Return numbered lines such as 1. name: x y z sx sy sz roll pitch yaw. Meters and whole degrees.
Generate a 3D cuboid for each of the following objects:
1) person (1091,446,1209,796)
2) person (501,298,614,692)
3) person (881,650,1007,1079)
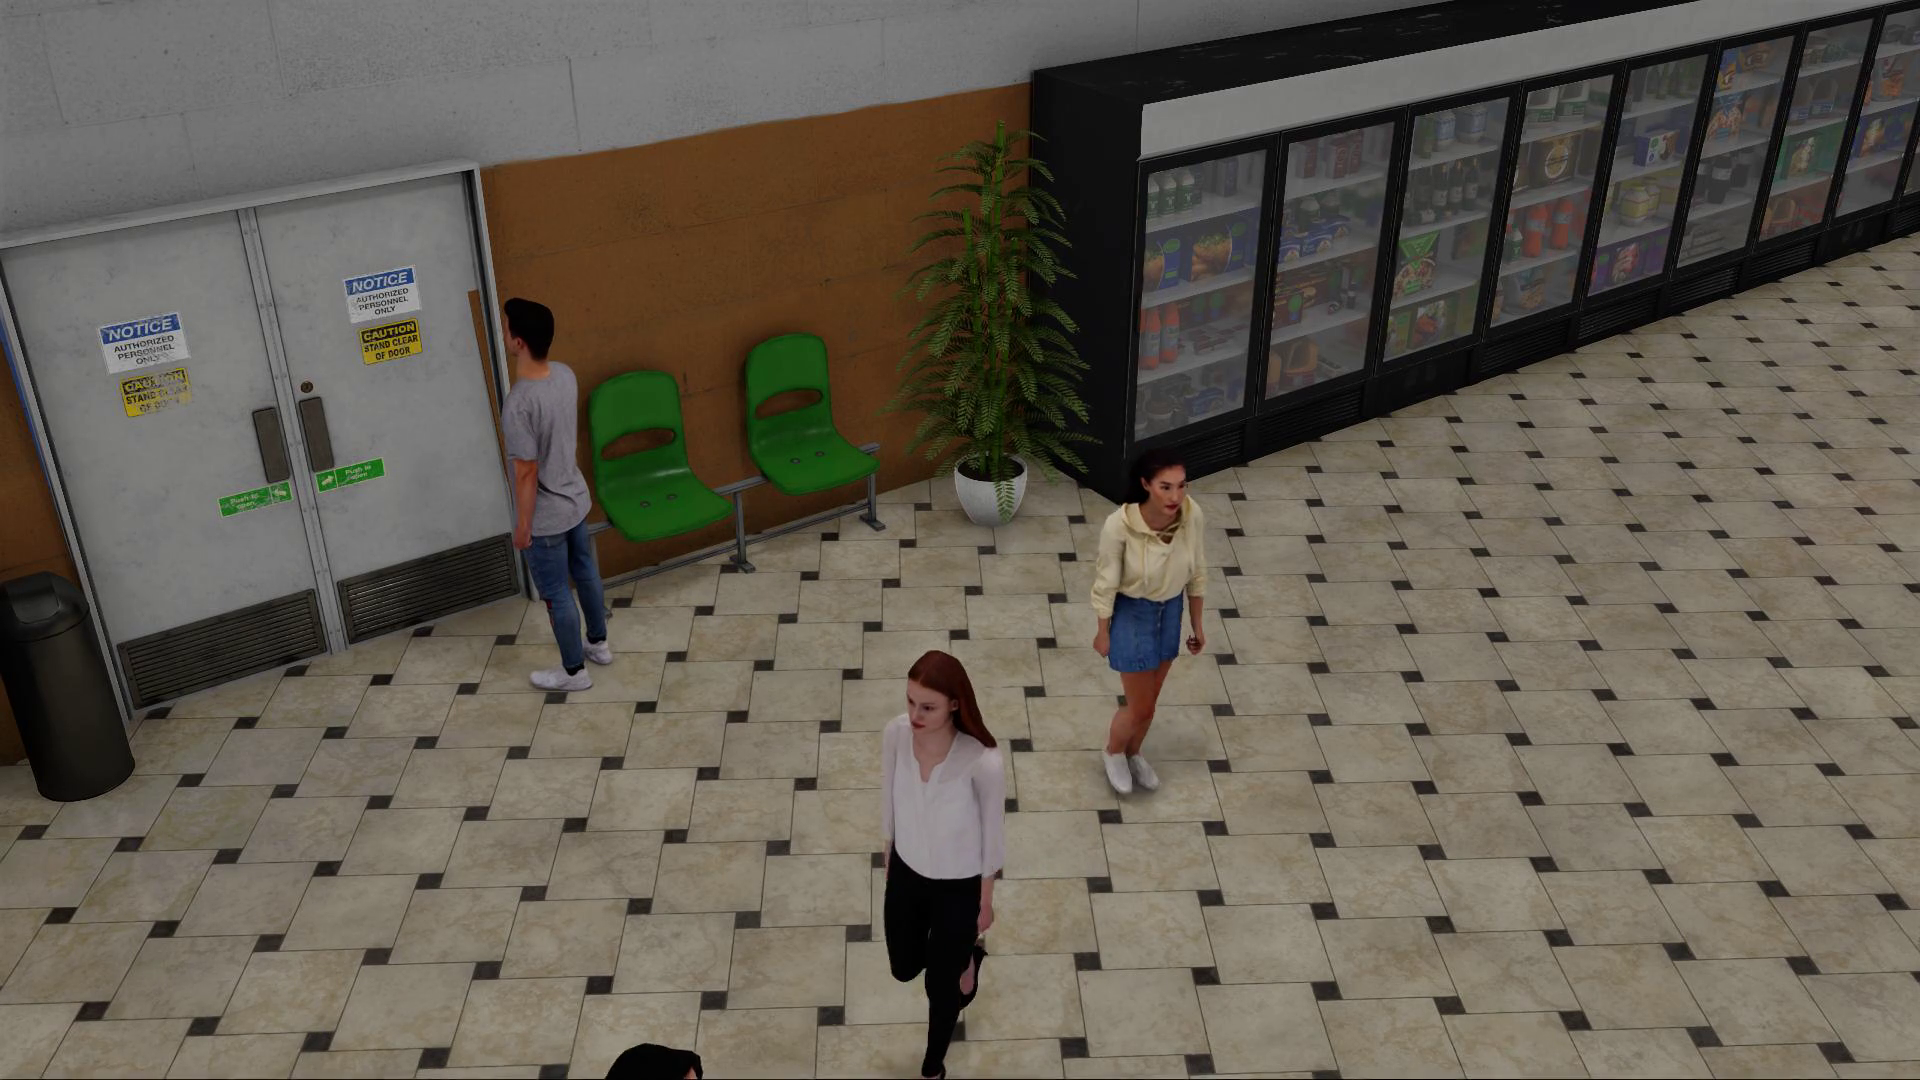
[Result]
1. person: 0.740 0.307 6.933 0.661 1.618 0.608 -14 32 -24
2. person: -1.857 -0.190 7.562 0.784 1.887 0.751 8 30 14
3. person: -0.017 1.083 5.377 0.902 1.747 0.876 15 32 26
